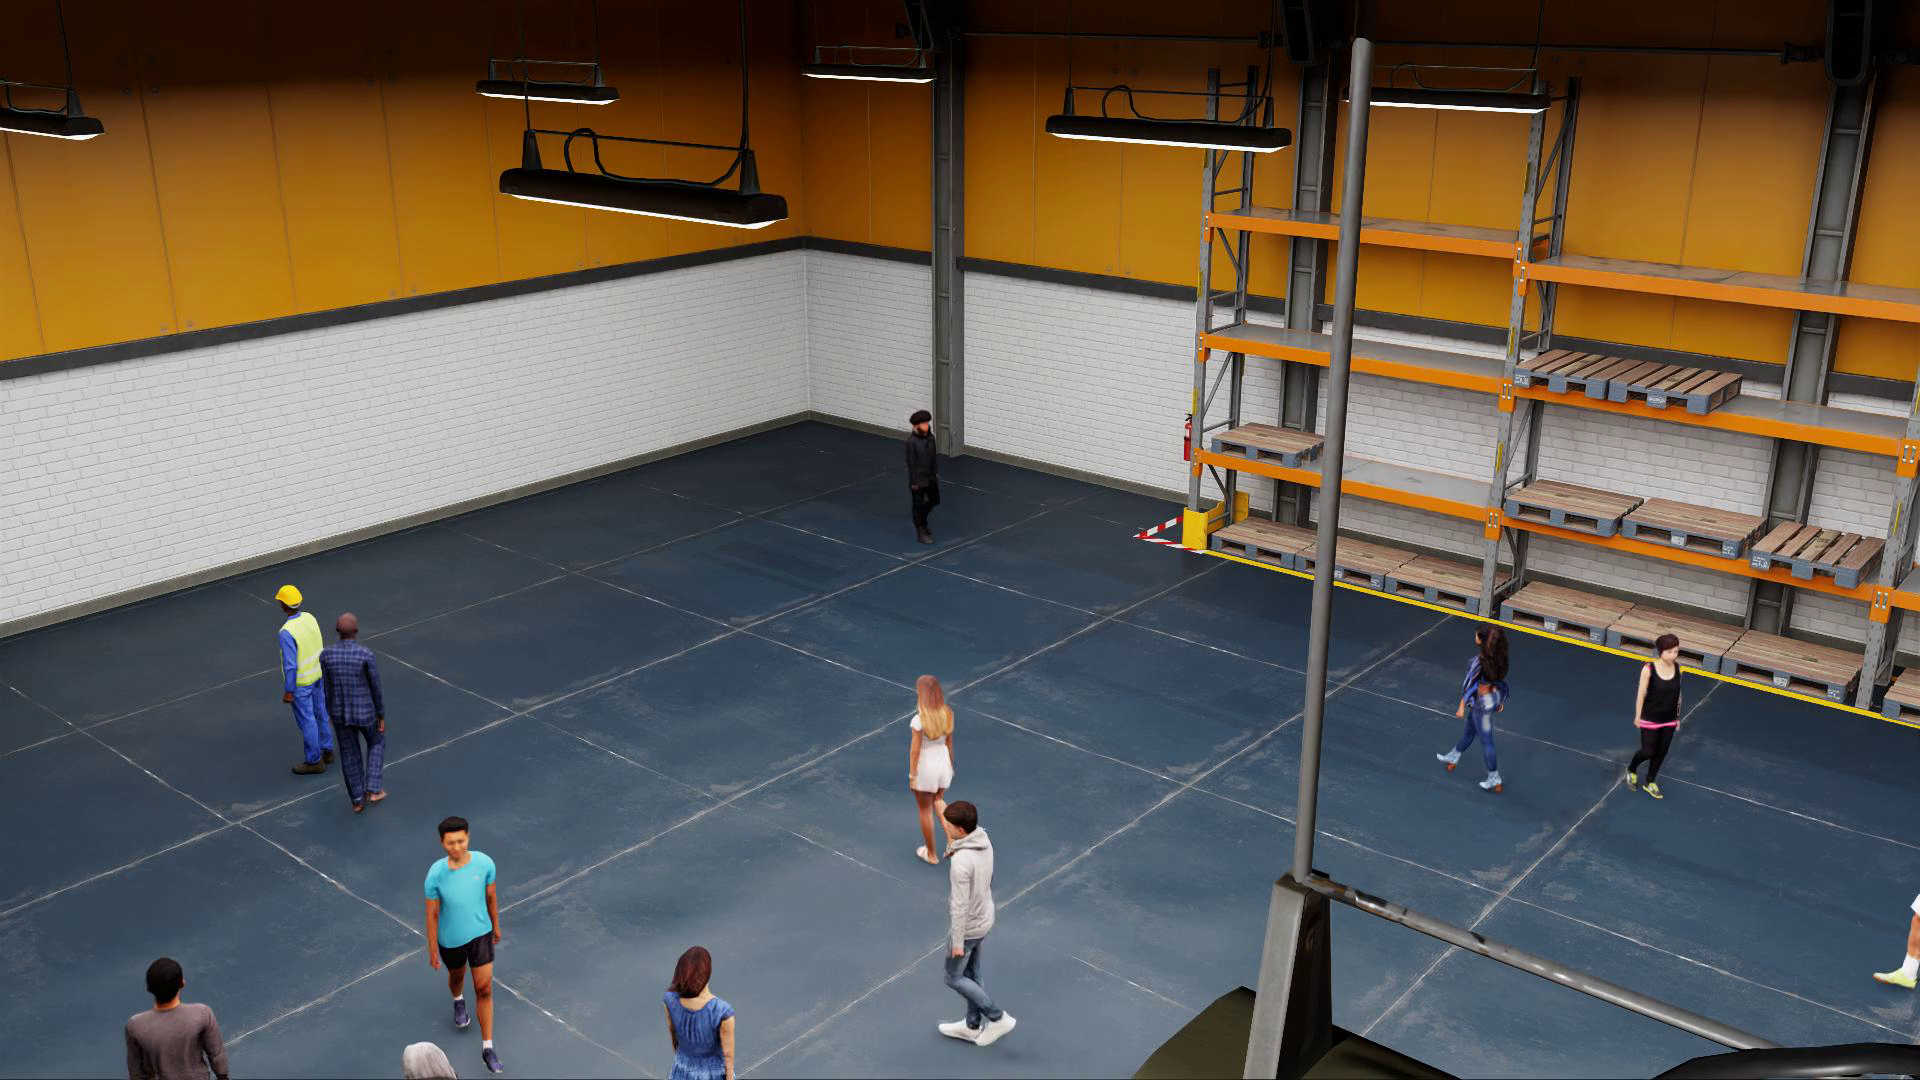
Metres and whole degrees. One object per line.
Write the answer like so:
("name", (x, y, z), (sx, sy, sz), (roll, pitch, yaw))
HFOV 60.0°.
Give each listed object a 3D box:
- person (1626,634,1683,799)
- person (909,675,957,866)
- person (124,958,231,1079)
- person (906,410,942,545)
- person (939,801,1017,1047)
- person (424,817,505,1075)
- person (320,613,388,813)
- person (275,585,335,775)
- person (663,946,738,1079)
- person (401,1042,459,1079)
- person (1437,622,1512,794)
("person", (6.221, 1.544, 14.909), (0.666, 1.544, 0.720), (-4, 19, -13))
("person", (-0.177, 1.919, 13.576), (0.663, 1.684, 0.774), (-14, 23, -35))
("person", (-4.483, 3.242, 9.534), (0.780, 1.757, 0.782), (17, 25, 41))
("person", (-0.532, -0.844, 21.647), (0.702, 1.769, 0.766), (-15, 24, -38))
("person", (0.151, 2.623, 11.240), (0.937, 1.841, 0.850), (6, 20, 18))
("person", (-3.390, 2.663, 11.297), (0.967, 1.728, 1.255), (-9, 21, -24))
("person", (-5.301, 1.543, 14.507), (0.821, 1.802, 0.873), (-3, 19, -9))
("person", (-6.037, 1.270, 15.303), (0.753, 1.812, 0.756), (4, 19, 11))
("person", (-1.533, 3.222, 9.580), (1.195, 1.765, 1.023), (5, 19, 14))
("person", (-2.786, 3.442, 8.952), (0.752, 1.748, 0.698), (-1, 19, -2))
("person", (4.760, 1.522, 14.907), (0.707, 1.587, 0.963), (-16, 25, -40))
